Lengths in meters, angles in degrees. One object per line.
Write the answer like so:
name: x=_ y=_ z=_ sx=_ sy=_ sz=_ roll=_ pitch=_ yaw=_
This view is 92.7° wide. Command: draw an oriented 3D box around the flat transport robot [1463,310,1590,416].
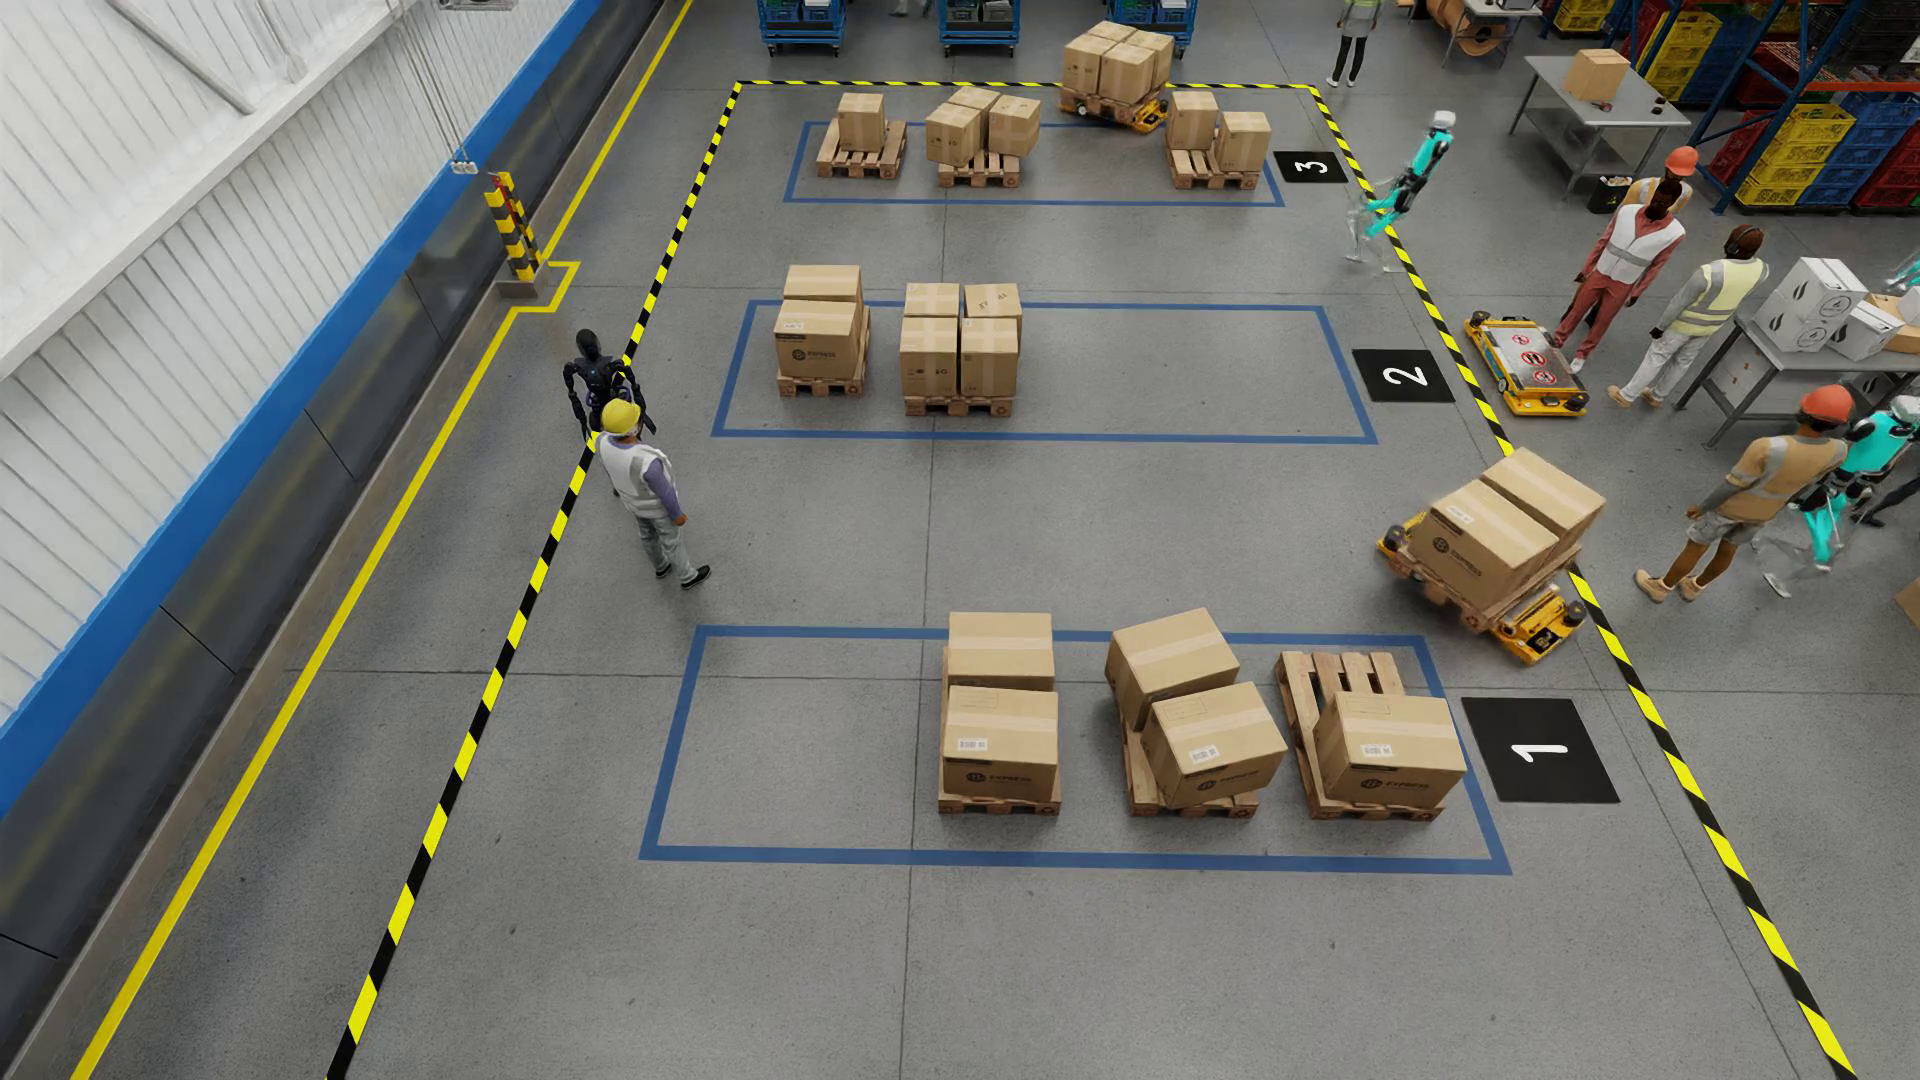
flat transport robot: x=5.573 y=-1.757 z=9.054 sx=0.659 sy=0.231 sz=1.431 roll=1 pitch=49 yaw=1

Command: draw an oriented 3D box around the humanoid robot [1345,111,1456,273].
humanoid robot: x=4.548 y=-3.662 z=9.723 sx=0.893 sy=1.742 sz=0.552 roll=12 pitch=50 yaw=10

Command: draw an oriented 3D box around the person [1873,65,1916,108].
person: x=12.955 y=-6.679 z=12.264 sx=0.332 sy=1.862 sz=0.519 roll=27 pitch=54 yaw=21

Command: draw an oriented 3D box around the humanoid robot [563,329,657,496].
humanoid robot: x=-2.819 y=-1.022 z=7.476 sx=0.599 sy=1.657 sz=0.315 roll=-6 pitch=49 yaw=-5

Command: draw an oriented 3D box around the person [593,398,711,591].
person: x=-2.275 y=-0.315 z=6.768 sx=0.590 sy=1.837 sz=0.404 roll=24 pitch=53 yaw=19

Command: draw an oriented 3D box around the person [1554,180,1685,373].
person: x=6.123 y=-2.453 z=8.565 sx=0.392 sy=1.919 sz=0.592 roll=-33 pitch=57 yaw=-25

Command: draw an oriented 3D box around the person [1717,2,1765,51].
person: x=11.462 y=-7.632 z=13.091 sx=0.779 sy=1.849 sz=0.499 roll=5 pitch=49 yaw=4

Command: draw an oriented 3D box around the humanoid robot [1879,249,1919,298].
humanoid robot: x=9.684 y=-2.834 z=9.078 sx=0.739 sy=1.892 sz=0.541 roll=-4 pitch=49 yaw=-4

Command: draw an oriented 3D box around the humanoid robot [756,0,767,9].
humanoid robot: x=-3.023 y=-9.434 z=14.793 sx=0.759 sy=1.627 sz=0.609 roll=18 pitch=51 yaw=15

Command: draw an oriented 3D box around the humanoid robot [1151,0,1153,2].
humanoid robot: x=3.054 y=-8.866 z=14.290 sx=0.639 sy=1.639 sz=0.607 roll=1 pitch=49 yaw=1

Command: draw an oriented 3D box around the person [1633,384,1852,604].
person: x=5.625 y=-0.270 z=6.598 sx=0.606 sy=2.039 sz=0.391 roll=2 pitch=49 yaw=2

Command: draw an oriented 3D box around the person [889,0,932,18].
person: x=-0.824 y=-9.237 z=14.499 sx=0.648 sy=1.823 sz=0.570 roll=4 pitch=49 yaw=3

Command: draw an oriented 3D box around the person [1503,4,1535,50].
person: x=8.638 y=-8.461 z=13.877 sx=0.530 sy=1.741 sz=0.656 roll=3 pitch=49 yaw=3

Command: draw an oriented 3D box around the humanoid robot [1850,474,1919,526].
humanoid robot: x=7.978 y=-0.643 z=7.178 sx=0.728 sy=1.630 sz=0.597 roll=8 pitch=50 yaw=7

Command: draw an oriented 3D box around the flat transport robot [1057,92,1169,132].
flat transport robot: x=2.141 y=-6.075 z=12.773 sx=1.431 sy=0.197 sz=0.652 roll=26 pitch=54 yaw=21

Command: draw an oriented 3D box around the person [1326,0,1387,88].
person: x=5.590 y=-7.336 z=12.839 sx=0.588 sy=1.848 sz=0.405 roll=2 pitch=49 yaw=1

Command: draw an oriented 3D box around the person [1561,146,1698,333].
person: x=6.530 y=-2.877 z=8.920 sx=0.545 sy=1.937 sz=0.357 roll=5 pitch=49 yaw=5

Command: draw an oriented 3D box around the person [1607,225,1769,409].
person: x=6.512 y=-1.941 z=8.181 sx=0.622 sy=1.837 sz=0.429 roll=-3 pitch=49 yaw=-3

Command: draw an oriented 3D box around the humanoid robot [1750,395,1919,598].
humanoid robot: x=6.501 y=-0.234 z=6.754 sx=0.547 sy=1.733 sz=0.969 roll=-2 pitch=49 yaw=-1

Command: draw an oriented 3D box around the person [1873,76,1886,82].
person: x=13.264 y=-7.104 z=12.716 sx=0.405 sy=1.735 sz=0.501 roll=9 pitch=50 yaw=8

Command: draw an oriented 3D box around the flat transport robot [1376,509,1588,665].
flat transport robot: x=4.113 y=0.295 z=7.259 sx=0.652 sy=0.197 sz=1.431 roll=-28 pitch=55 yaw=-22
